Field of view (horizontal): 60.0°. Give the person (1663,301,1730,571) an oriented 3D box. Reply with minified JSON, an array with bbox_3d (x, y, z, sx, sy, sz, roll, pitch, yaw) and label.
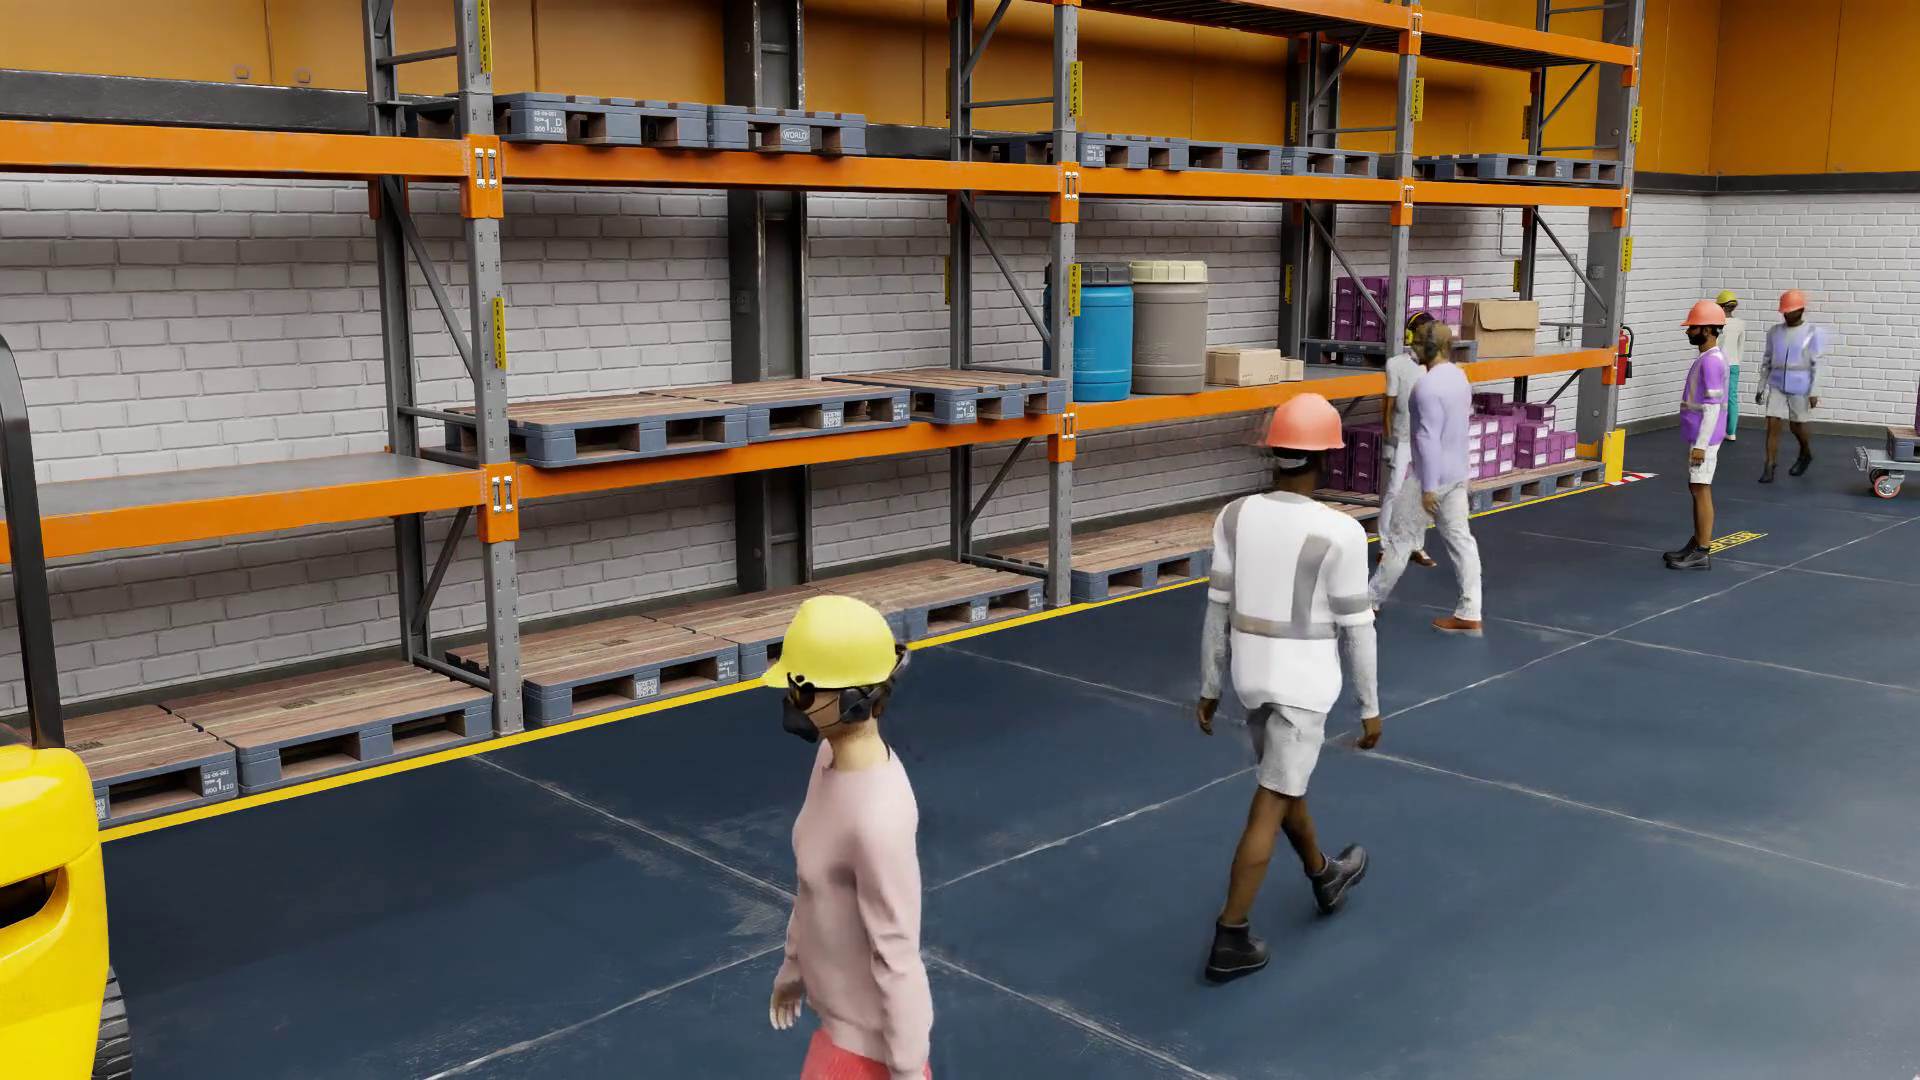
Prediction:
[{"bbox_3d":[5.323,-0.747,11.998,0.356,1.937,0.552,4,11,20],"label":"person"}]

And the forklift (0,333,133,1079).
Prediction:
[{"bbox_3d":[-3.289,0.485,4.582,1.214,2.155,2.313,-10,14,-44],"label":"forklift"}]

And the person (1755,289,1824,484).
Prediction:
[{"bbox_3d":[8.160,-1.512,16.317,0.837,1.899,0.600,-10,14,-43],"label":"person"}]

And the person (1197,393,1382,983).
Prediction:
[{"bbox_3d":[1.144,0.462,5.523,0.994,1.886,0.567,-9,14,-41],"label":"person"}]

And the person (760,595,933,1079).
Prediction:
[{"bbox_3d":[-0.150,0.943,3.369,0.887,1.727,0.527,-2,11,-9],"label":"person"}]

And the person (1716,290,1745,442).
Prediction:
[{"bbox_3d":[8.877,-2.014,19.375,0.528,1.767,0.330,-4,11,-21],"label":"person"}]

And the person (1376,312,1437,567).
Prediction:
[{"bbox_3d":[3.283,-0.716,12.058,0.511,1.860,0.318,-3,11,-18],"label":"person"}]

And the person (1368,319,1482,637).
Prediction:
[{"bbox_3d":[2.783,-0.384,10.117,0.989,1.893,0.656,9,13,39],"label":"person"}]
